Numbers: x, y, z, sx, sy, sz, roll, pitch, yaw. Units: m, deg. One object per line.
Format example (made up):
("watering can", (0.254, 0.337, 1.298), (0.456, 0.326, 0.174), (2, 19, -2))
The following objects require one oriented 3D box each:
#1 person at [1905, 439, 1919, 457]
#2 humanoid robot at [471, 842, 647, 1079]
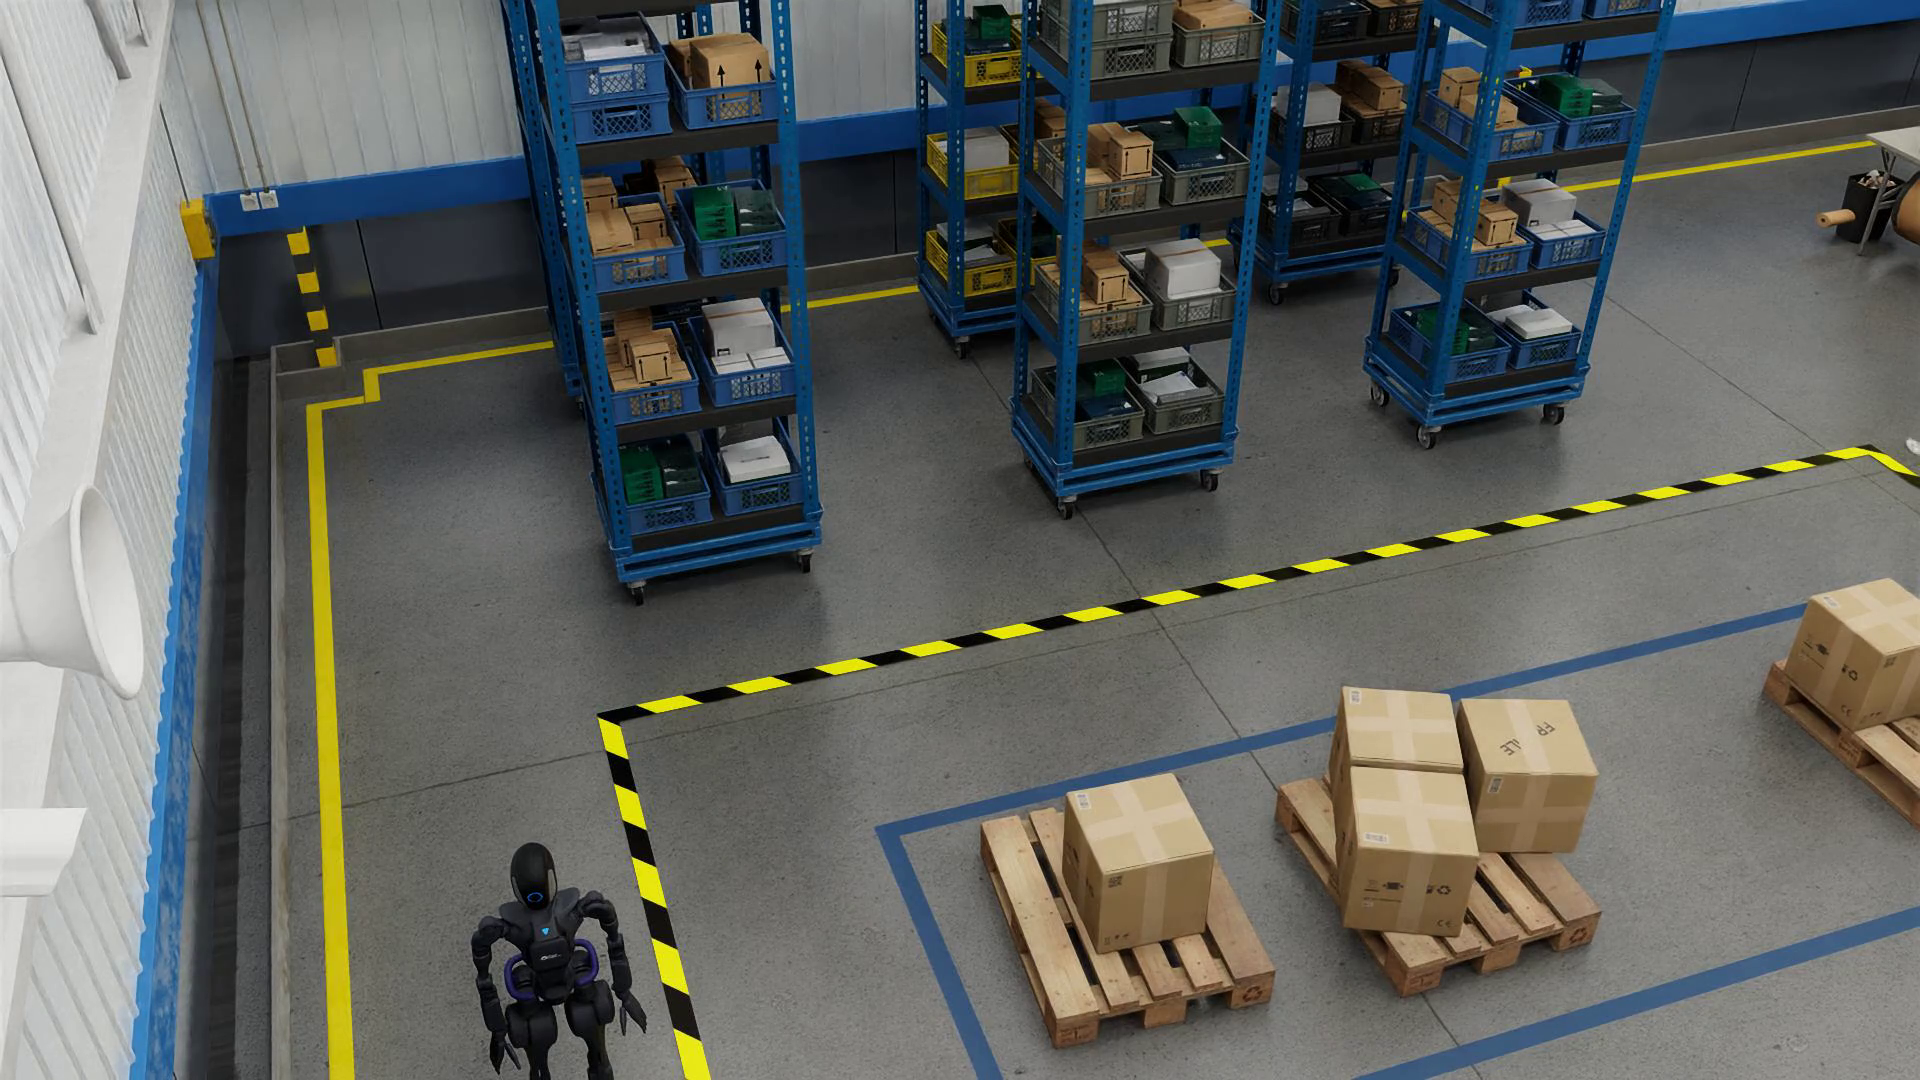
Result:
("person", (6.557, -1.119, 10.296), (0.592, 1.813, 0.909), (-11, 37, -15))
("humanoid robot", (-1.511, 1.766, 6.317), (0.599, 1.657, 0.315), (-12, 37, -17))
